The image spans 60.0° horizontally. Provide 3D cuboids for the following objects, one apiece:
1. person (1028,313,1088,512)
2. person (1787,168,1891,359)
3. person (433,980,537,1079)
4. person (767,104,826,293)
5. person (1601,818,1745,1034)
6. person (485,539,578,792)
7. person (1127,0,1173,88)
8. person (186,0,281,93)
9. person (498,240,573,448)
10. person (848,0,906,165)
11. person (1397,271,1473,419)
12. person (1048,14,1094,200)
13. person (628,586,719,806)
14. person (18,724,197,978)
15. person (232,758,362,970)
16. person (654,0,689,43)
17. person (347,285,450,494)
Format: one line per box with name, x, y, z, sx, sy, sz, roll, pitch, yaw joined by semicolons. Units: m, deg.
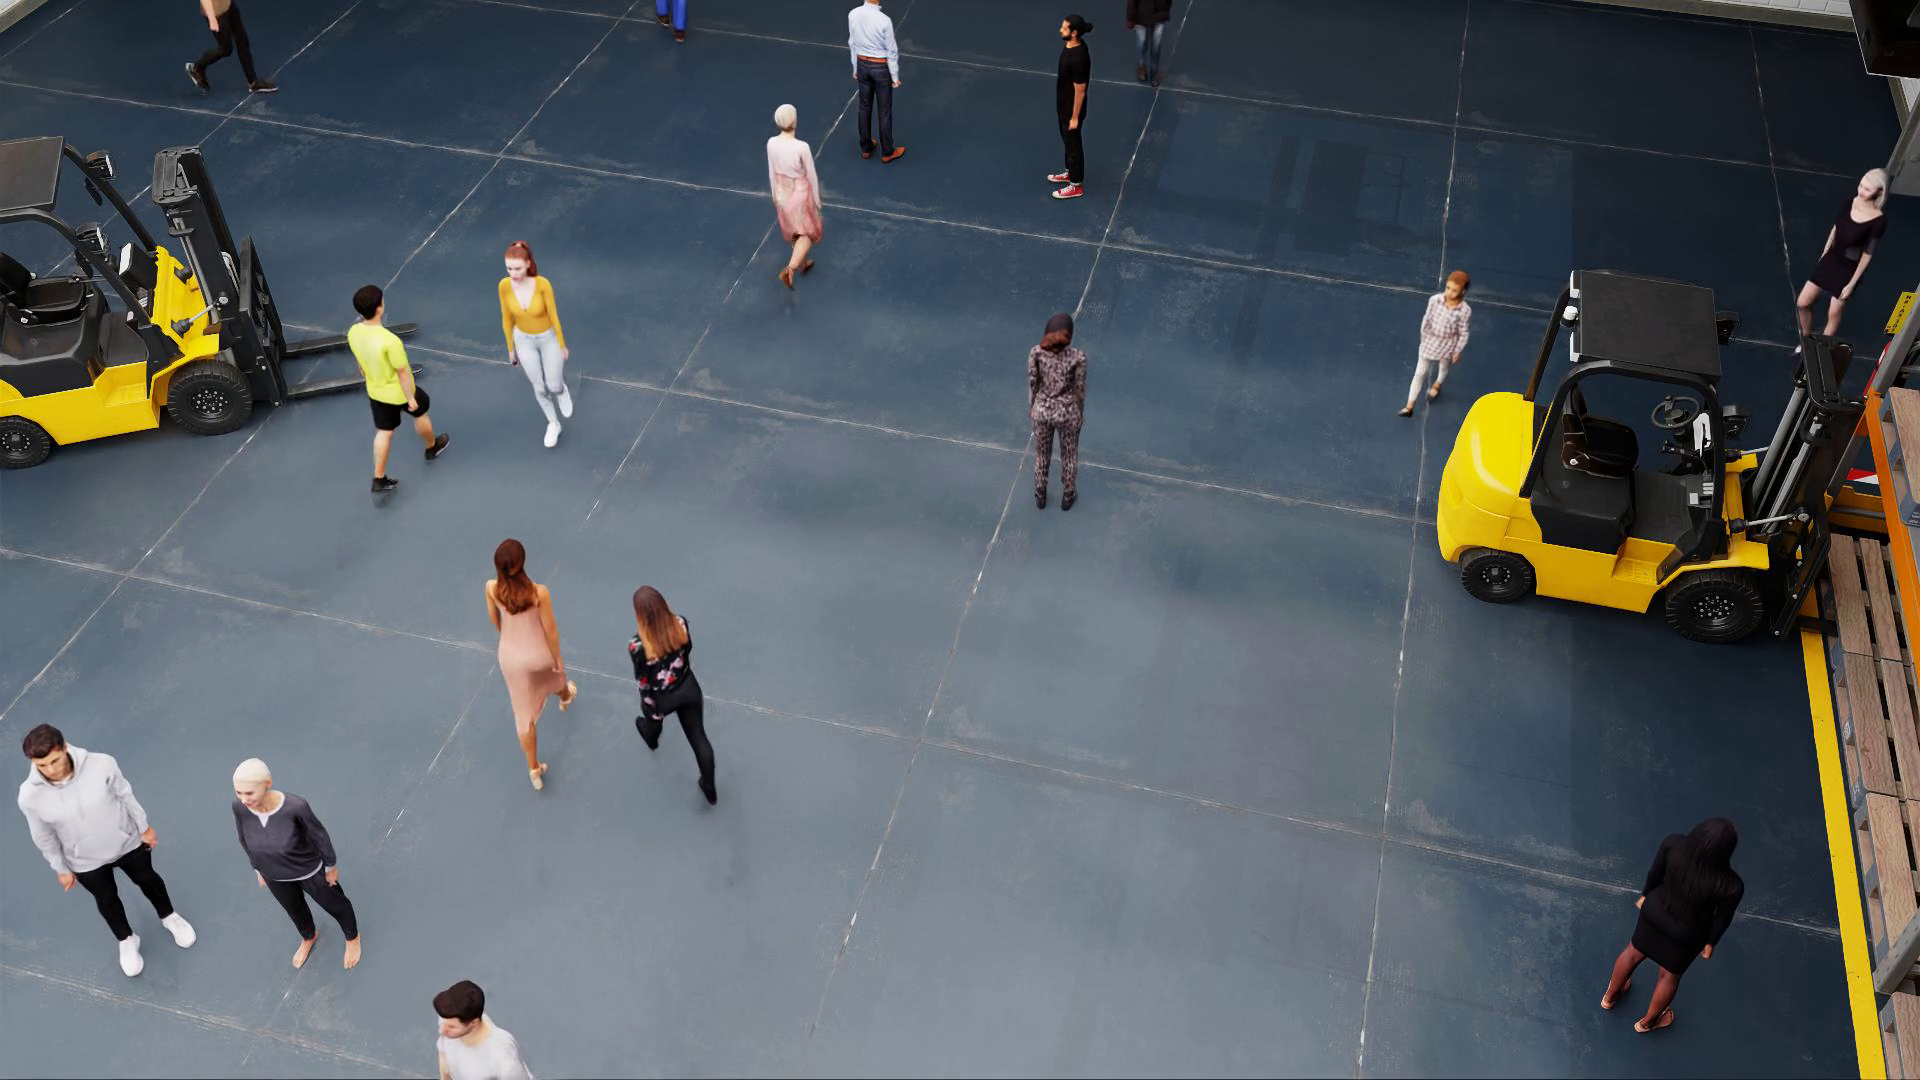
person;0.693;-0.919;12.010;0.579;1.713;0.570;8;44;8
person;7.075;-2.170;13.247;0.805;1.820;0.745;-25;49;-24
person;-2.183;2.659;8.145;1.021;1.864;0.910;-34;53;-31
person;-1.416;-2.861;14.076;0.696;1.676;0.919;17;46;17
person;3.829;2.037;8.902;0.688;1.720;0.677;-30;51;-28
person;-2.665;0.786;10.172;0.767;1.780;1.163;2;44;2
person;1.926;-5.369;16.762;0.708;1.602;0.754;-6;44;-7
person;-7.427;-5.260;16.479;0.909;1.834;1.077;-1;44;-1
person;-3.190;-1.532;12.636;0.709;1.738;0.842;0;44;0
person;-0.796;-4.399;15.607;0.685;1.791;0.628;18;47;18
person;3.804;-1.583;13.023;0.738;1.278;0.970;25;49;24
person;1.025;-3.965;15.176;0.760;1.757;0.609;-4;44;-5
person;-1.702;0.982;10.066;1.033;1.643;1.077;-22;48;-22
person;-4.728;1.656;9.151;0.731;1.929;0.829;-29;51;-27
person;-3.676;1.774;9.174;0.664;1.726;0.603;0;44;0
person;-3.039;-6.121;17.377;1.000;1.842;1.088;-14;45;-14
person;-4.225;-1.075;12.200;0.672;1.677;1.072;13;45;13
